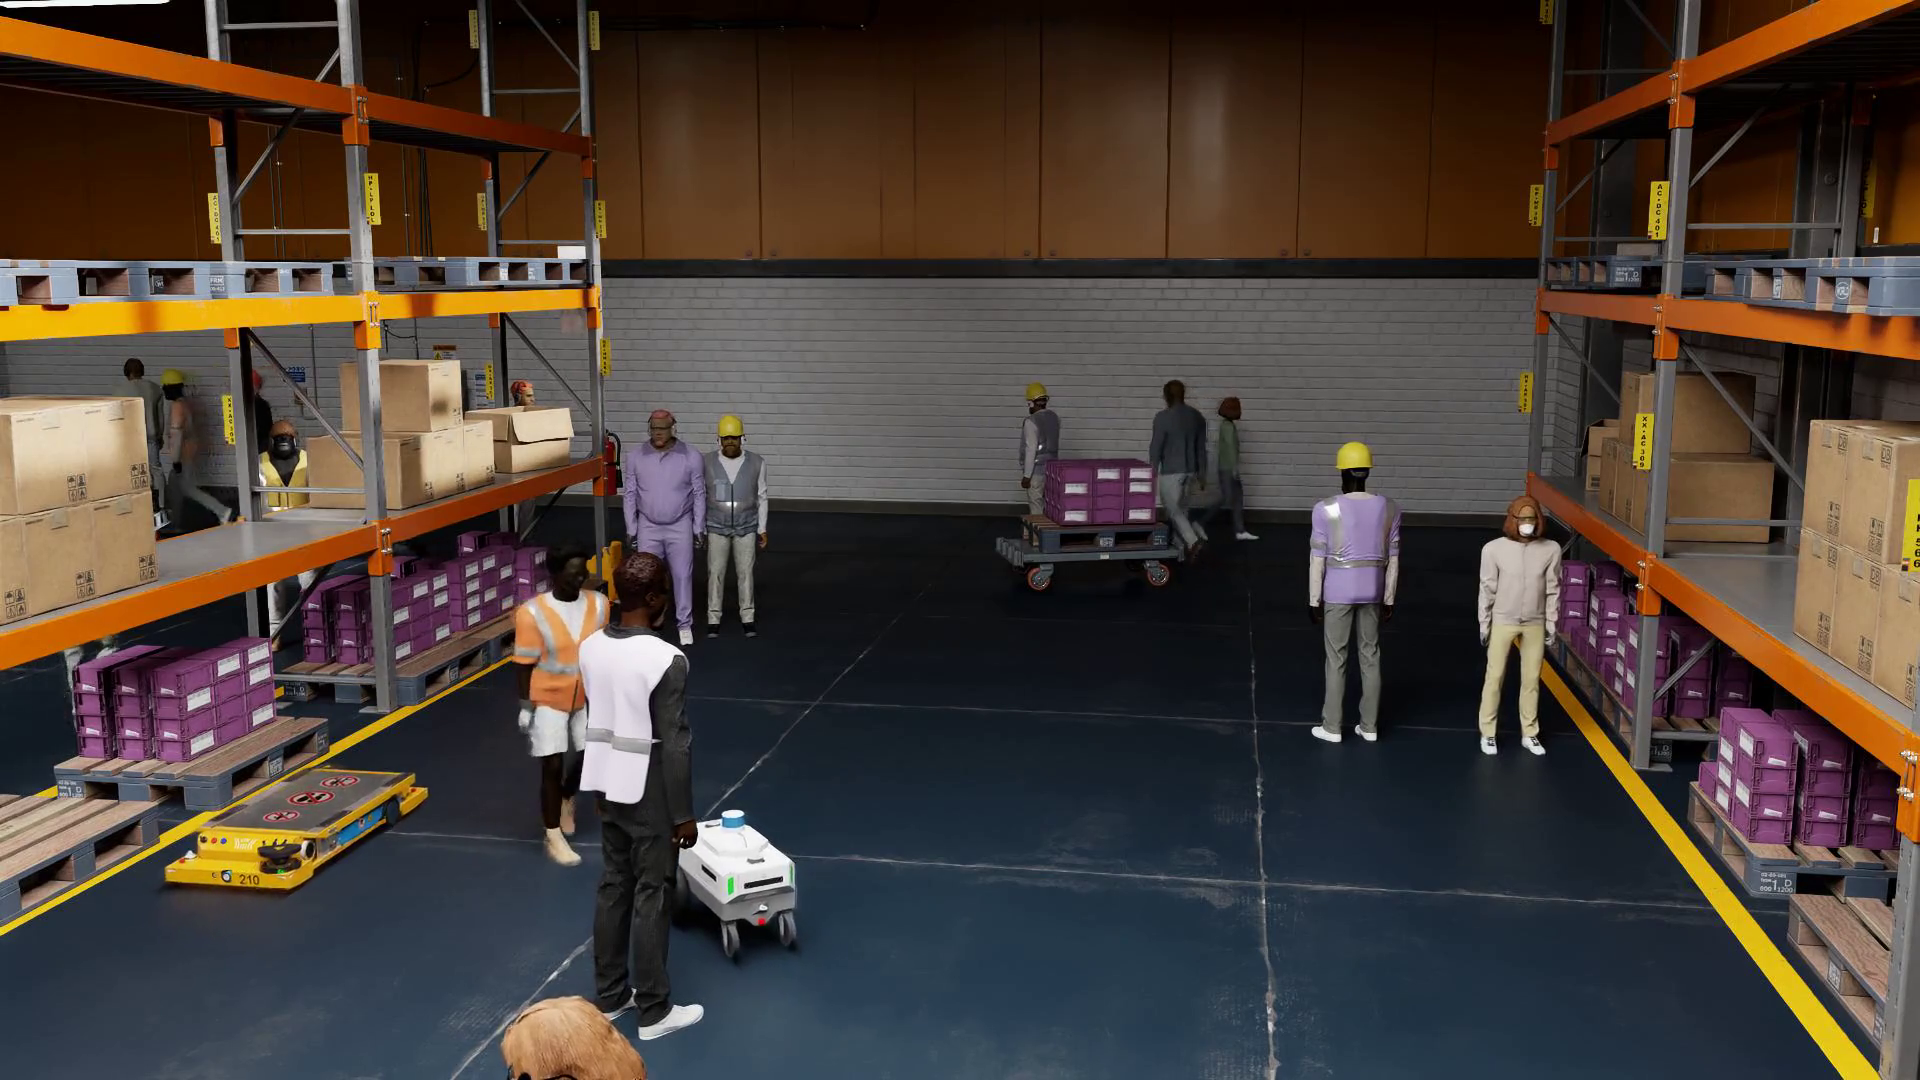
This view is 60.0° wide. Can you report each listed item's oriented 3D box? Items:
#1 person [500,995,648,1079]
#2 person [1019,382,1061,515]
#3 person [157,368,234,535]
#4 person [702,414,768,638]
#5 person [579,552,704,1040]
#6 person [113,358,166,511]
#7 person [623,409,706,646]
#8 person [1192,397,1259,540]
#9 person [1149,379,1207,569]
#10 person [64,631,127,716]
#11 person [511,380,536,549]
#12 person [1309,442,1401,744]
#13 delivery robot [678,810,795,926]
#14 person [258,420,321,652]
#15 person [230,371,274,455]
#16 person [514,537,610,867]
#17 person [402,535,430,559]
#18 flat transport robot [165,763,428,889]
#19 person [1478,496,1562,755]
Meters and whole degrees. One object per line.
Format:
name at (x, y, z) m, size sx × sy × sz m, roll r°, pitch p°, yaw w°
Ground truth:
person at (-0.725, 1.673, 3.241) m, size 0.295 × 1.617 × 0.508 m, roll -3°, pitch 10°, yaw -16°
person at (0.821, -0.739, 17.466) m, size 0.403 × 1.826 × 0.593 m, roll 6°, pitch 11°, yaw 34°
person at (-8.729, -0.992, 18.810) m, size 0.811 × 1.902 × 0.595 m, roll -3°, pitch 10°, yaw -18°
person at (-1.857, -0.111, 13.568) m, size 0.588 × 1.835 × 0.404 m, roll -2°, pitch 9°, yaw -10°
person at (-1.271, 0.998, 6.519) m, size 0.581 × 1.911 × 0.392 m, roll 9°, pitch 13°, yaw 43°
person at (-9.960, -1.240, 20.213) m, size 0.374 × 1.939 × 0.629 m, roll 5°, pitch 11°, yaw 29°
person at (-2.351, -0.093, 13.240) m, size 0.651 × 1.904 × 0.401 m, roll -1°, pitch 9°, yaw -4°
person at (2.953, -0.785, 18.398) m, size 0.707 × 1.610 × 0.522 m, roll 1°, pitch 9°, yaw 9°
person at (2.263, -0.651, 16.729) m, size 0.653 × 1.915 × 0.829 m, roll -7°, pitch 11°, yaw -36°
person at (-5.671, 0.387, 10.796) m, size 0.514 × 1.726 × 0.346 m, roll 2°, pitch 9°, yaw 14°
person at (-4.489, -0.692, 17.024) m, size 0.347 × 1.879 × 0.580 m, roll 3°, pitch 10°, yaw 20°
person at (2.486, 0.336, 10.569) m, size 0.588 × 1.919 × 0.401 m, roll -2°, pitch 9°, yaw -10°
delivery robot at (-1.018, 1.464, 7.501) m, size 0.477 × 0.478 × 0.707 m, roll -5°, pitch 10°, yaw -29°
person at (-5.283, -0.031, 13.103) m, size 0.621 × 1.835 × 0.430 m, roll -4°, pitch 10°, yaw -22°
person at (-7.446, -0.832, 17.660) m, size 0.423 × 1.958 × 0.663 m, roll -2°, pitch 9°, yaw -10°
person at (-2.020, 0.797, 8.433) m, size 0.561 × 1.678 × 0.445 m, roll -8°, pitch 12°, yaw -40°
person at (-5.066, -0.362, 14.940) m, size 0.548 × 1.898 × 0.983 m, roll 4°, pitch 10°, yaw 23°
flat transport robot at (-3.414, 1.462, 8.676) m, size 0.652 × 0.197 × 1.431 m, roll 1°, pitch 9°, yaw 9°
person at (3.445, 0.531, 10.263) m, size 0.495 × 1.626 × 0.284 m, roll 0°, pitch 9°, yaw 1°
